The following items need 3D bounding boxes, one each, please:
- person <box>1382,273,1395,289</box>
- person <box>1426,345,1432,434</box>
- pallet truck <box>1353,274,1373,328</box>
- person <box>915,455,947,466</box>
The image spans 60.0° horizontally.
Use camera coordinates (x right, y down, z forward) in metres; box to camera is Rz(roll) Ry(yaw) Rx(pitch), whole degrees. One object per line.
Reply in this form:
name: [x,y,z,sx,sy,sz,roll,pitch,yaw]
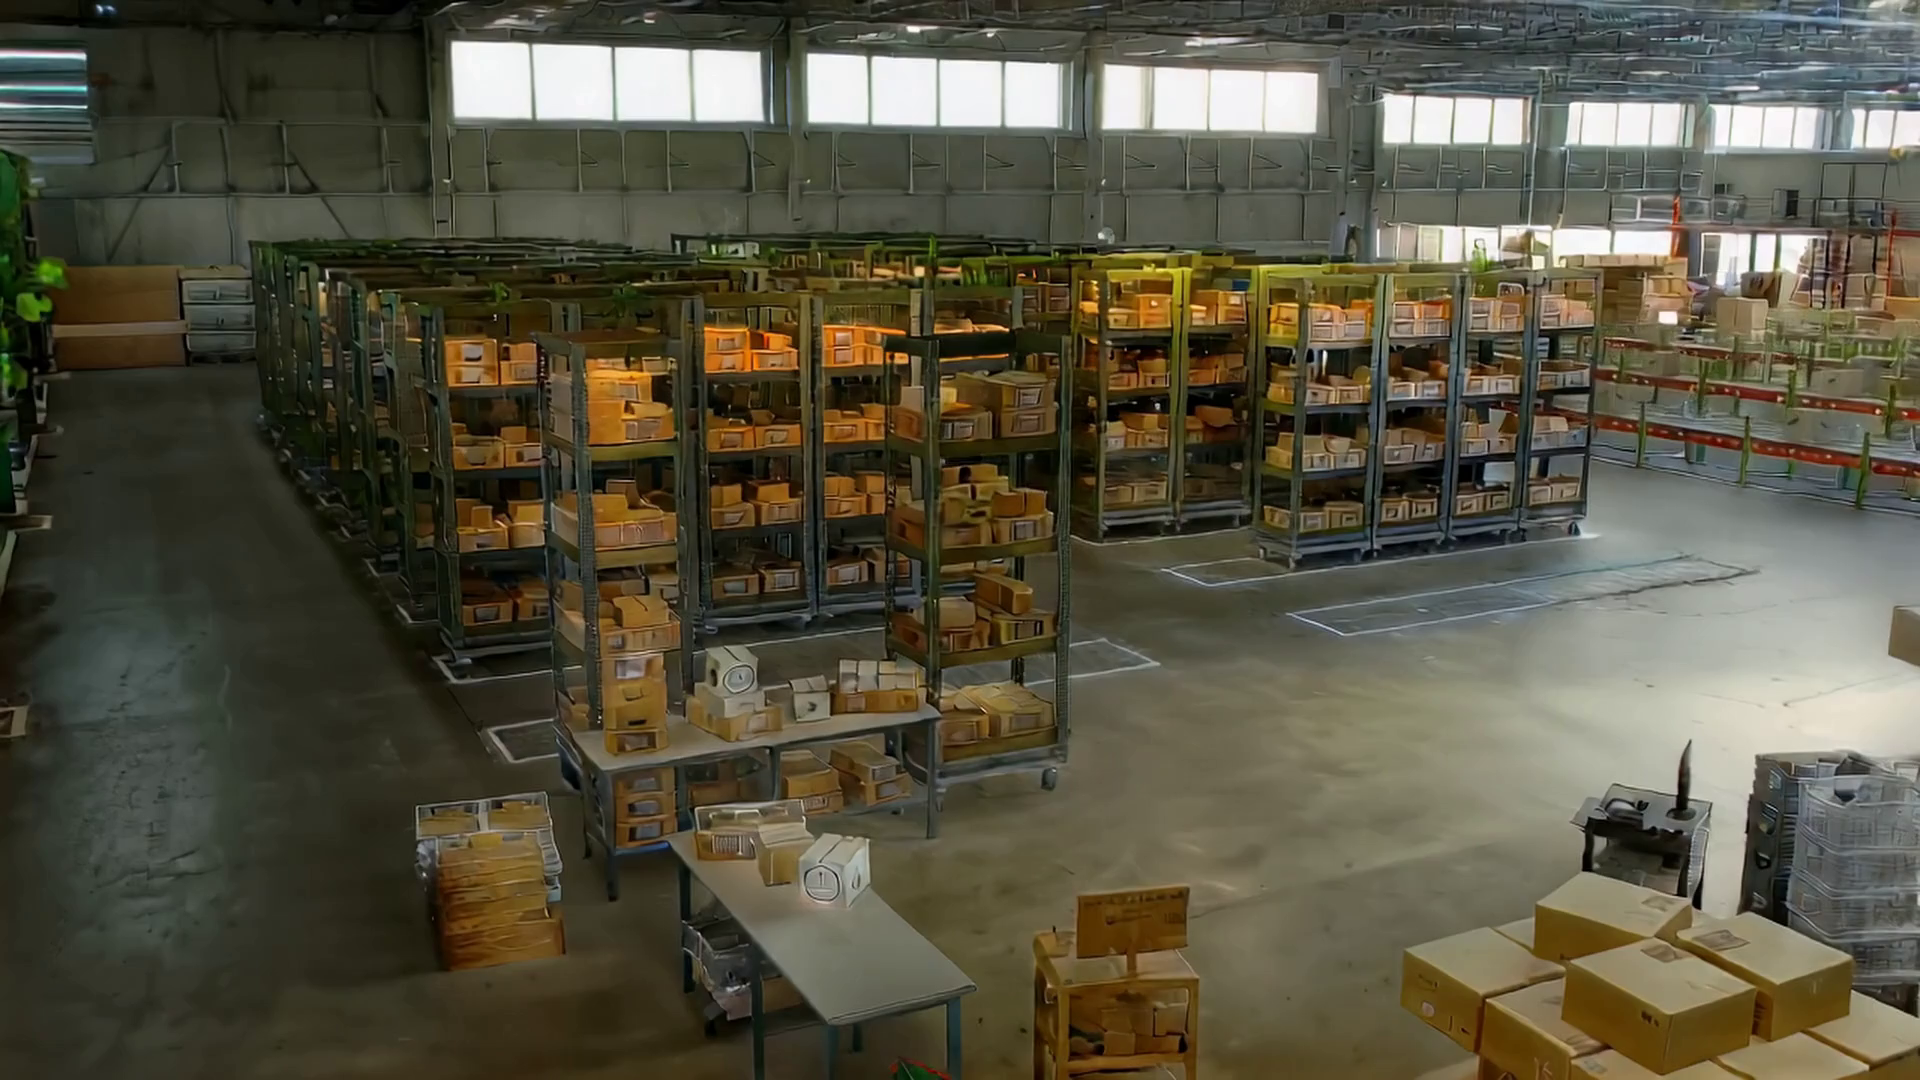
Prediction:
person: [13.670,-7.650,53.594,0.401,1.904,0.650,-9,15,-35]
person: [8.208,-2.455,29.194,0.387,1.947,0.604,0,12,0]
pallet truck: [13.011,-8.050,55.243,0.823,1.965,1.885,-7,14,-28]
person: [-0.539,-1.147,23.441,0.598,1.787,0.914,-9,15,-37]
